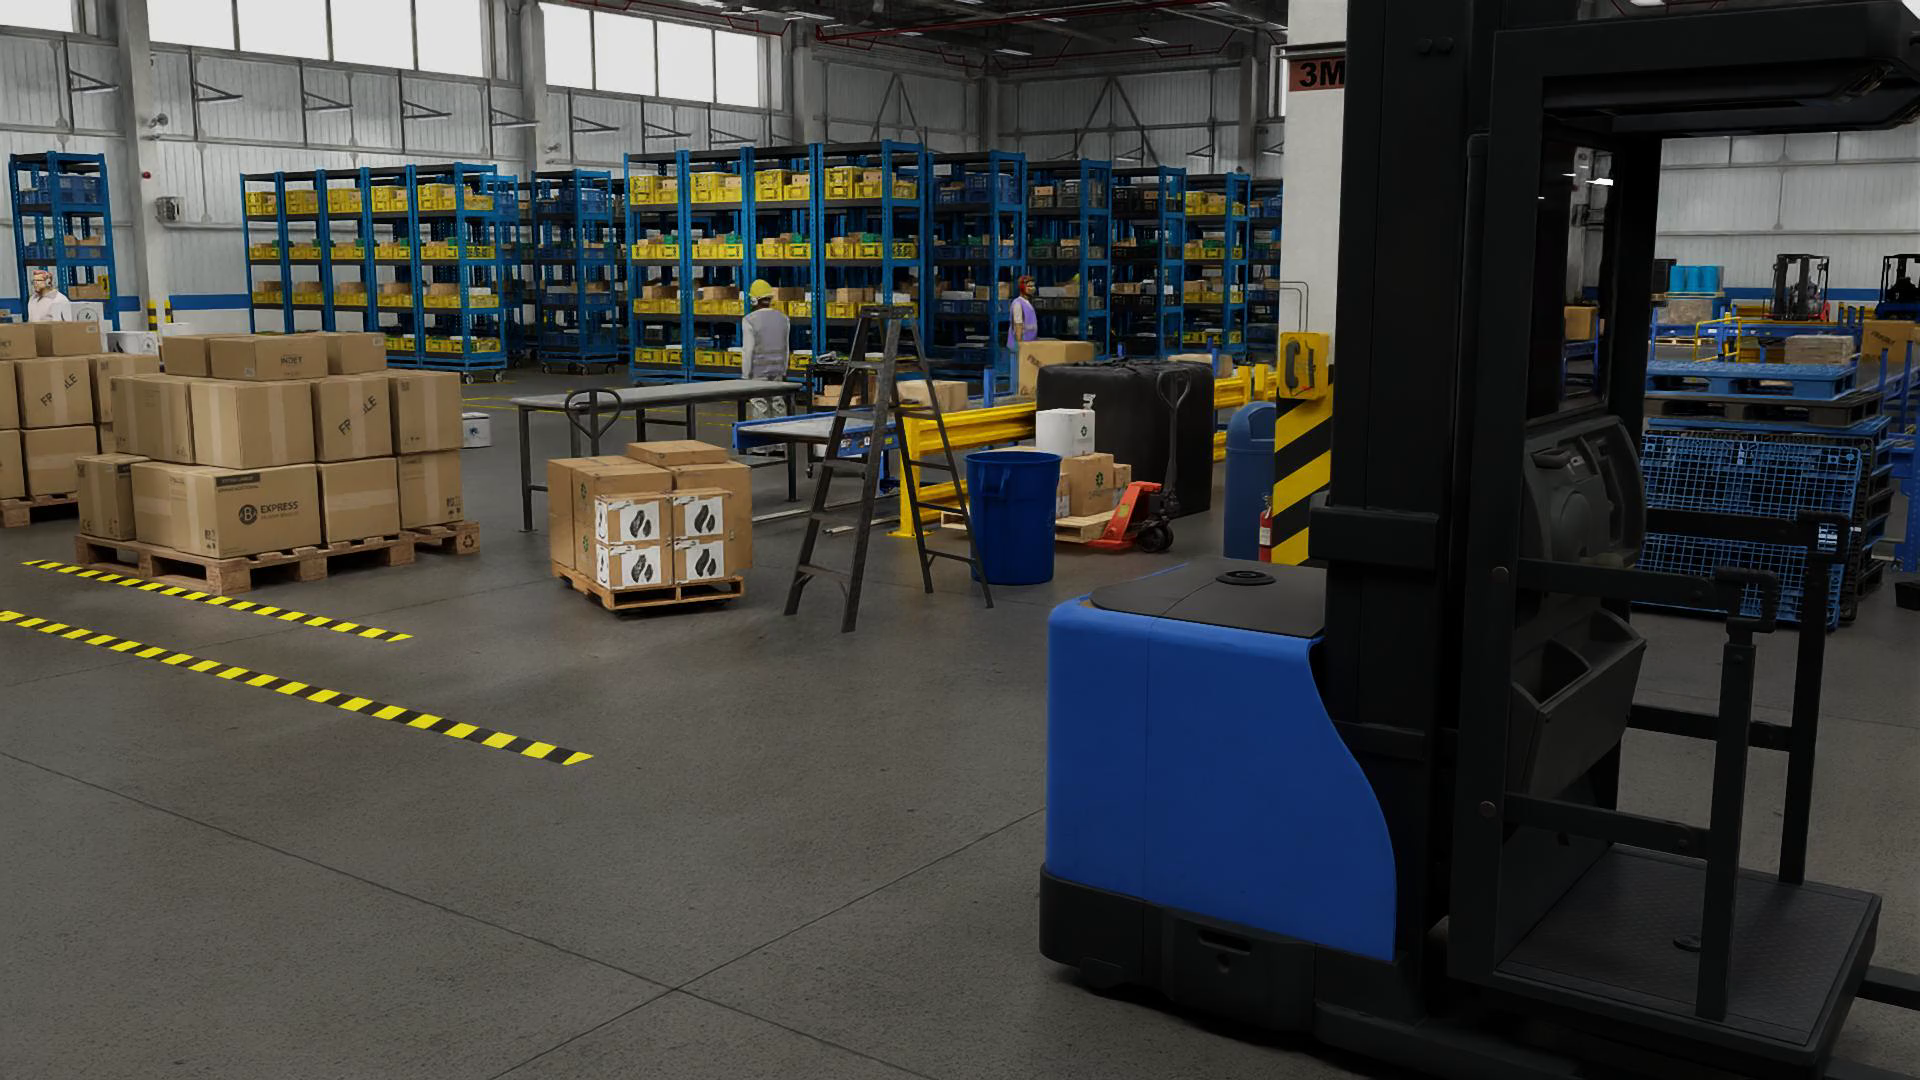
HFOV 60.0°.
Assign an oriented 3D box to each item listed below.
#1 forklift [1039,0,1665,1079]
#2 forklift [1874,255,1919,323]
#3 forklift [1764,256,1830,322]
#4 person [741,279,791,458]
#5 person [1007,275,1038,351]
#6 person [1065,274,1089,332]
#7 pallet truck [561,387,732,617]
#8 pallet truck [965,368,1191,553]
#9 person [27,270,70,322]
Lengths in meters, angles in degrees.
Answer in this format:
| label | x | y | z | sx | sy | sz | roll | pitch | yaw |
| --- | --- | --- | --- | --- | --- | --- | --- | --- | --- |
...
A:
| label | x | y | z | sx | sy | sz | roll | pitch | yaw |
| --- | --- | --- | --- | --- | --- | --- | --- | --- | --- |
| forklift | 1.249 | -0.137 | 4.360 | 1.873 | 2.768 | 1.129 | 7 | 12 | 35 |
| forklift | 22.089 | -5.634 | 38.796 | 1.157 | 1.987 | 2.680 | 6 | 11 | 33 |
| forklift | 20.253 | -5.854 | 40.139 | 1.157 | 1.987 | 2.680 | 7 | 12 | 35 |
| person | -1.988 | -1.708 | 16.817 | 0.403 | 1.837 | 0.588 | 9 | 13 | 44 |
| person | 0.787 | -2.376 | 20.765 | 0.389 | 1.846 | 0.566 | 2 | 10 | 13 |
| person | 2.180 | -4.133 | 31.430 | 0.942 | 1.787 | 0.617 | 6 | 11 | 30 |
| pallet truck | -1.981 | -0.274 | 10.088 | 0.680 | 1.201 | 1.601 | -5 | 11 | -28 |
| pallet truck | 0.845 | -0.609 | 11.869 | 1.630 | 1.274 | 0.653 | 7 | 12 | 35 |
| person | -11.624 | -2.478 | 21.192 | 0.651 | 1.907 | 0.409 | 3 | 10 | 19 |
